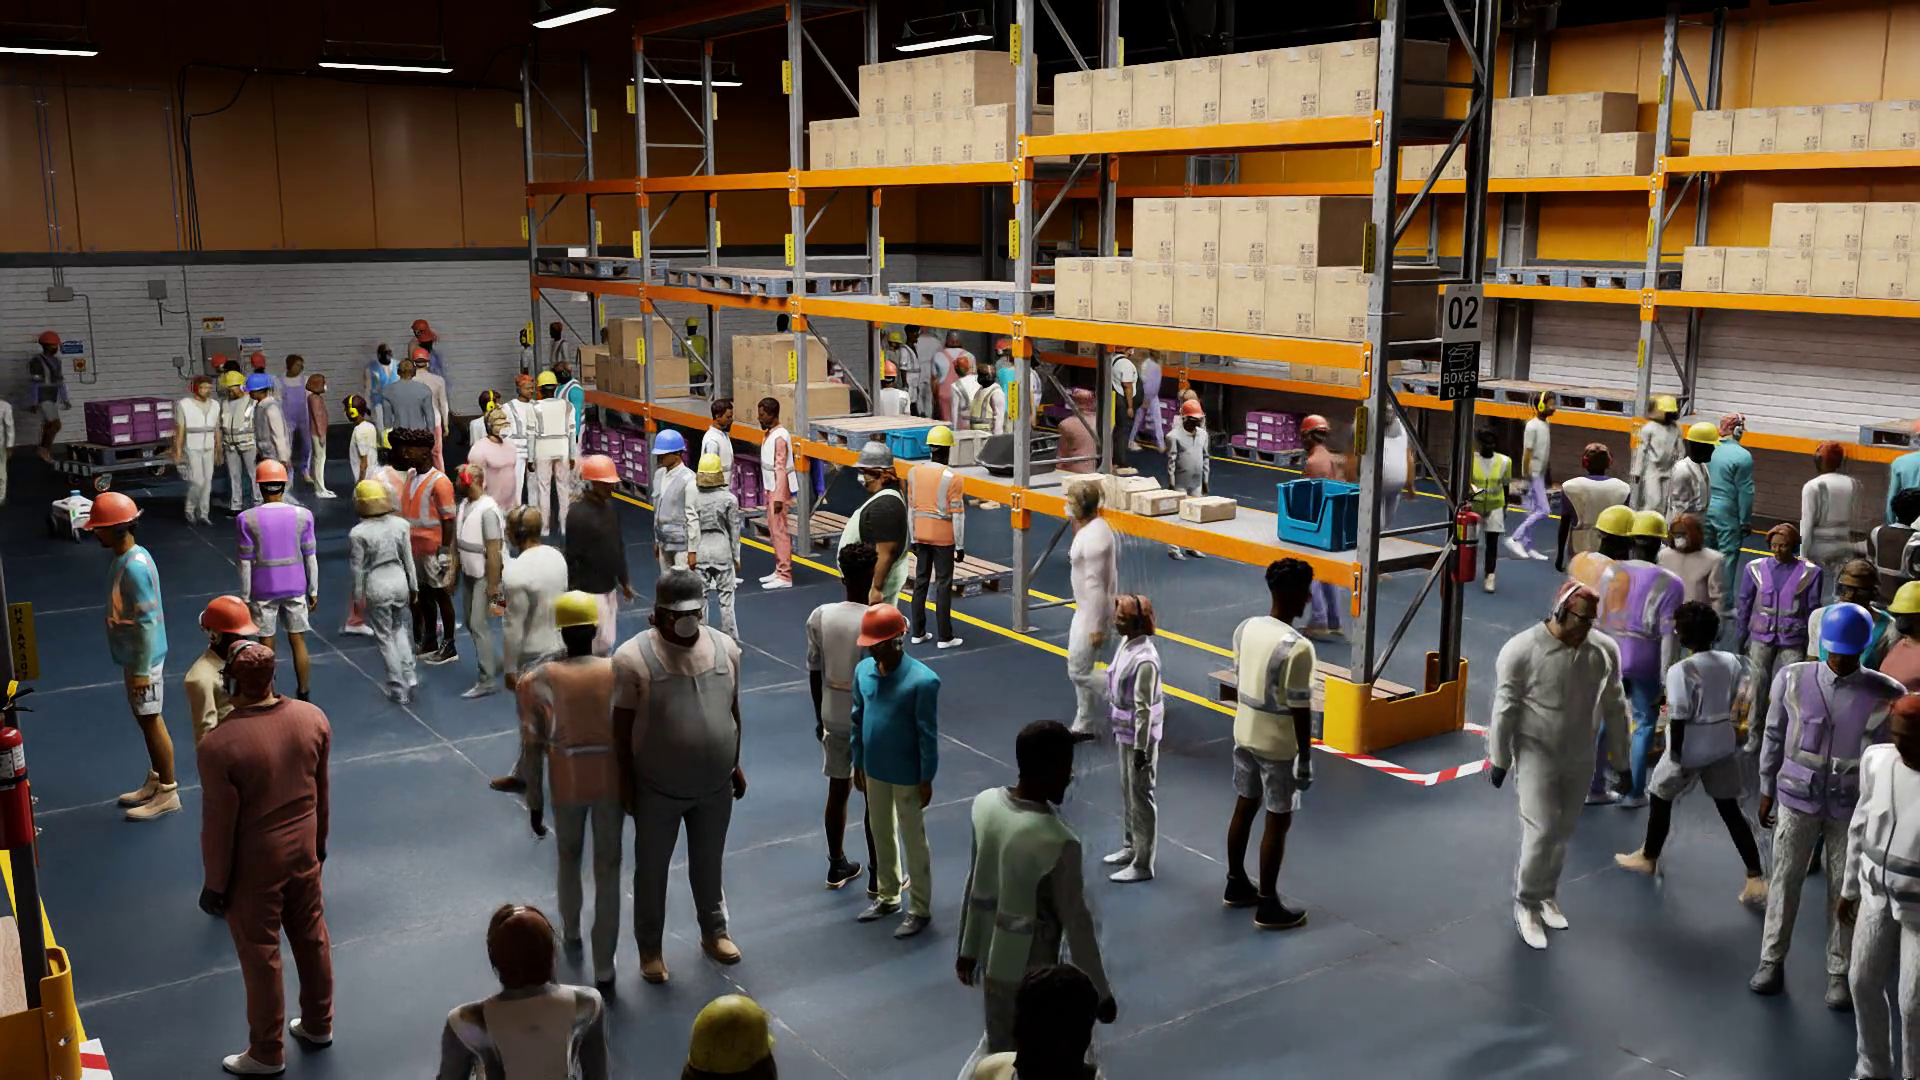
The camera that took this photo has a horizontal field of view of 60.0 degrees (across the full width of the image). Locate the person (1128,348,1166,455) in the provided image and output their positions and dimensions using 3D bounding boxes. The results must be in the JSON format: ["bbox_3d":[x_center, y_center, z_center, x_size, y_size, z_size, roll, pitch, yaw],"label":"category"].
[{"bbox_3d":[2.936,-2.209,25.899,0.505,1.776,1.006,-9,14,-38],"label":"person"}]

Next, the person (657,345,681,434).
[{"bbox_3d":[-4.924,-2.647,27.945,0.506,1.837,0.336,0,11,-2],"label":"person"}]

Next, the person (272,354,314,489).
[{"bbox_3d":[-9.083,-1.621,22.674,0.580,1.838,0.347,-8,14,-36],"label":"person"}]

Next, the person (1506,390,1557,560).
[{"bbox_3d":[6.223,-0.684,17.854,0.391,1.856,0.526,7,13,32],"label":"person"}]

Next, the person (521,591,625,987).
[{"bbox_3d":[-1.840,1.176,8.240,0.598,1.885,0.906,-2,11,-10],"label":"person"}]

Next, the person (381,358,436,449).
[{"bbox_3d":[-6.859,-1.298,20.758,0.633,1.939,0.368,-1,11,-7],"label":"person"}]

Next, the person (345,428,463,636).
[{"bbox_3d":[-4.964,-0.053,14.600,1.026,1.861,0.616,-2,11,-11],"label":"person"}]

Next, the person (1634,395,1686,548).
[{"bbox_3d":[7.805,-0.759,18.535,0.500,1.724,0.399,-3,11,-13],"label":"person"}]

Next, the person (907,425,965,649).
[{"bbox_3d":[-0.193,-0.028,14.324,0.585,1.918,0.410,8,14,36],"label":"person"}]

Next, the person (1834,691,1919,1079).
[{"bbox_3d":[3.823,1.488,6.663,0.428,1.871,0.605,-4,12,-21],"label":"person"}]

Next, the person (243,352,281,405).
[{"bbox_3d":[-10.150,-1.885,24.300,0.604,1.716,0.682,9,14,39],"label":"person"}]

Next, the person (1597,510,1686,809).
[{"bbox_3d":[4.105,0.773,10.282,0.721,1.896,0.612,-8,14,-37],"label":"person"}]

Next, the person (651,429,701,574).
[{"bbox_3d":[-2.386,0.029,13.975,0.415,1.940,0.605,-10,15,-41],"label":"person"}]

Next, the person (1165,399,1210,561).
[{"bbox_3d":[2.463,-0.646,17.910,0.564,1.745,0.348,-7,13,-31],"label":"person"}]

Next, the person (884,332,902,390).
[{"bbox_3d":[-1.117,-2.643,28.113,0.338,1.756,0.535,4,12,21],"label":"person"}]

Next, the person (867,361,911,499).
[{"bbox_3d":[-0.874,-1.212,20.315,0.542,1.939,0.366,-2,11,-11],"label":"person"}]

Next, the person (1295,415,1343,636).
[{"bbox_3d":[3.184,-0.124,14.717,0.574,1.948,0.640,7,13,33],"label":"person"}]

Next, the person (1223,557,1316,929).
[{"bbox_3d":[1.647,1.049,8.715,0.398,1.955,0.606,-5,12,-23],"label":"person"}]

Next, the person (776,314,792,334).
[{"bbox_3d":[-3.159,-3.167,30.376,0.391,1.918,0.590,0,11,-1],"label":"person"}]

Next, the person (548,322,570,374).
[{"bbox_3d":[-6.895,-2.813,28.664,0.340,1.880,0.574,-8,14,-36],"label":"person"}]

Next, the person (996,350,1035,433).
[{"bbox_3d":[0.783,-1.788,23.504,0.566,1.846,0.387,5,12,22],"label":"person"}]

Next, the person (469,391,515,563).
[{"bbox_3d":[-4.986,-0.658,17.677,0.517,1.864,0.334,8,13,34],"label":"person"}]

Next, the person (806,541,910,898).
[{"bbox_3d":[-0.542,0.973,9.061,0.612,1.966,0.361,7,13,30],"label":"person"}]

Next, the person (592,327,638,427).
[{"bbox_3d":[-5.730,-2.544,27.284,0.911,1.896,0.635,4,12,21],"label":"person"}]

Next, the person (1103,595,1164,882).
[{"bbox_3d":[0.980,1.099,9.286,0.313,1.632,0.518,-1,11,-6],"label":"person"}]

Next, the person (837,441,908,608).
[{"bbox_3d":[-0.653,0.271,12.463,0.537,2.000,0.683,0,11,-2],"label":"person"}]

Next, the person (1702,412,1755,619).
[{"bbox_3d":[7.076,-0.231,15.387,0.407,1.905,0.639,-5,12,-22],"label":"person"}]

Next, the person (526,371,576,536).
[{"bbox_3d":[-4.744,-0.997,19.293,0.590,1.914,0.400,-8,13,-34],"label":"person"}]

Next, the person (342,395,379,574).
[{"bbox_3d":[-6.200,-0.579,17.274,0.327,1.865,0.520,-1,11,-8],"label":"person"}]

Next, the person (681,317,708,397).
[{"bbox_3d":[-4.703,-2.971,29.350,0.374,1.925,0.595,9,14,38],"label":"person"}]

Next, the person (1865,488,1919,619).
[{"bbox_3d":[7.006,0.449,12.457,0.320,1.694,0.535,-4,12,-20],"label":"person"}]

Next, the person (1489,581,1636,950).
[{"bbox_3d":[3.082,1.132,8.478,0.651,1.875,0.649,-2,11,-12],"label":"person"}]

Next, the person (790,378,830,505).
[{"bbox_3d":[-1.953,-1.448,21.262,0.688,2.000,0.539,-4,12,-18],"label":"person"}]

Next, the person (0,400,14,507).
[{"bbox_3d":[-12.201,-1.205,20.903,0.568,1.690,0.881,-5,12,-25],"label":"person"}]

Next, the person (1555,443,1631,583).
[{"bbox_3d":[5.245,0.115,13.802,0.560,1.837,0.387,0,11,1],"label":"person"}]

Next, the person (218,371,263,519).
[{"bbox_3d":[-8.781,-1.155,20.300,0.599,1.830,0.404,1,11,4],"label":"person"}]

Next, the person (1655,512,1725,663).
[{"bbox_3d":[5.214,0.582,11.952,0.519,1.612,0.433,8,14,37],"label":"person"}]

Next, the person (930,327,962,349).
[{"bbox_3d":[-0.296,-3.508,32.129,0.655,1.913,0.628,0,11,2],"label":"person"}]

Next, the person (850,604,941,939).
[{"bbox_3d":[-0.360,1.175,8.622,0.573,1.737,0.355,9,14,38],"label":"person"}]

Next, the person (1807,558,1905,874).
[{"bbox_3d":[4.934,0.999,9.265,0.342,1.839,0.504,-9,15,-40],"label":"person"}]

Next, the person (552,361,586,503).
[{"bbox_3d":[-5.094,-1.409,21.619,0.430,1.832,0.632,-8,13,-34],"label":"person"}]

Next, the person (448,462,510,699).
[{"bbox_3d":[-3.750,0.291,13.006,0.569,1.800,0.621,-9,14,-39],"label":"person"}]

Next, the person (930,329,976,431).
[{"bbox_3d":[-0.121,-2.234,25.287,0.690,2.000,0.694,-1,11,-6],"label":"person"}]

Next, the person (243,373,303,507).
[{"bbox_3d":[-7.922,-0.987,19.219,0.602,1.916,0.633,-8,14,-35],"label":"person"}]

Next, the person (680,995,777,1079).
[{"bbox_3d":[-0.584,2.014,4.327,0.494,1.739,0.325,4,12,21],"label":"person"}]

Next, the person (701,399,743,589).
[{"bbox_3d":[-2.404,-0.455,16.530,0.398,1.909,0.600,0,11,-1],"label":"person"}]
